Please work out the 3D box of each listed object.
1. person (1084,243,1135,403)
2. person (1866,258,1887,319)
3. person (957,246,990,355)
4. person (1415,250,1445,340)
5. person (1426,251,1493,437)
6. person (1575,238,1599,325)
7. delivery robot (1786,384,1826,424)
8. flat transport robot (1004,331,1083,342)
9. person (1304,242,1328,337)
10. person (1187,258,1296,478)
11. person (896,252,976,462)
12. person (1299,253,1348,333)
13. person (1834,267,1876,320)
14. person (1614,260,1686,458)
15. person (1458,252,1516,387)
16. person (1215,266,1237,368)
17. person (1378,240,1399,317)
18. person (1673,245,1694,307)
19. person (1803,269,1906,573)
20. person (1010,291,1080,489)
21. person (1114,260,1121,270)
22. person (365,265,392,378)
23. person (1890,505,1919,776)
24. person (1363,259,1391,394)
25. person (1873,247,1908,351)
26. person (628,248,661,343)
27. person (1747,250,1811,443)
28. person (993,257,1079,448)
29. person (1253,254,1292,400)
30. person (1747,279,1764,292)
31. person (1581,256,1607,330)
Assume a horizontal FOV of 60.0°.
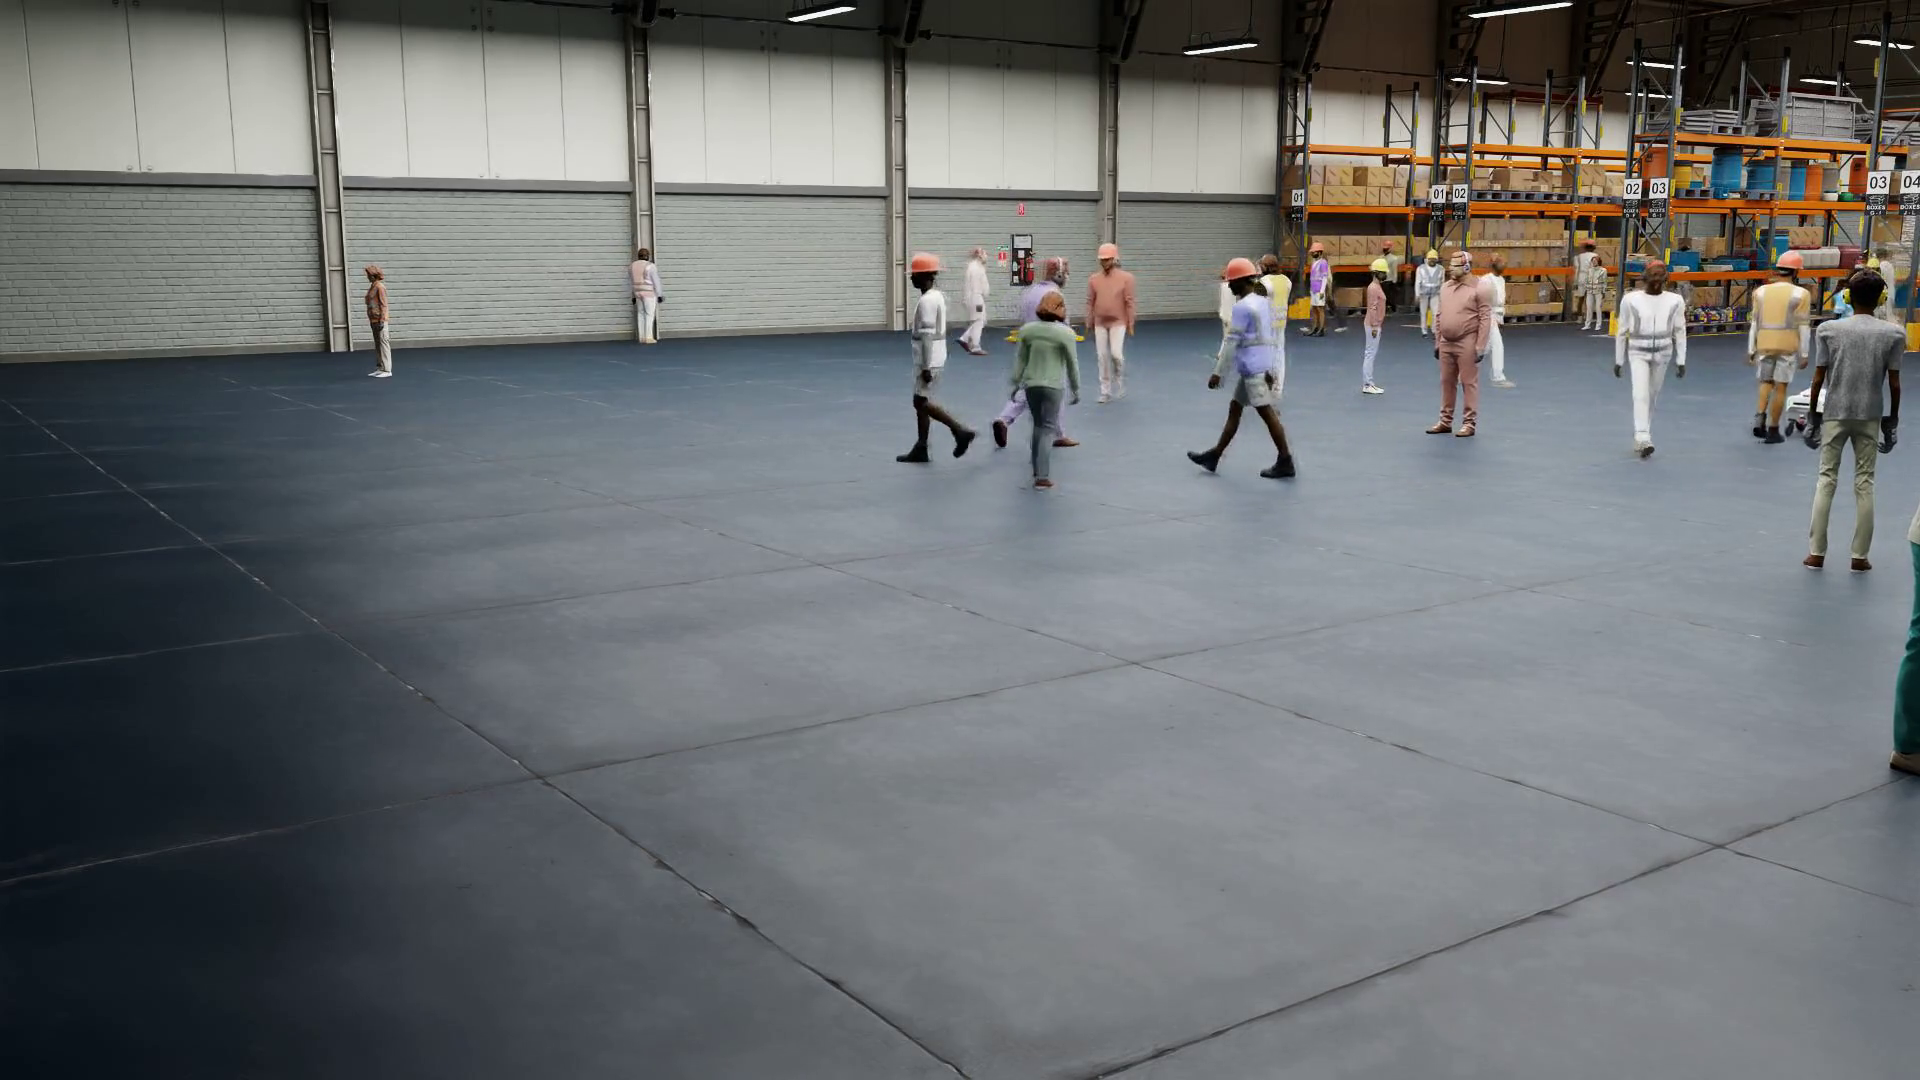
[{"bbox_3d":[1.840,-2.680,20.621,0.652,1.976,0.443,5,11,24],"label":"person"},{"bbox_3d":[15.288,-3.883,27.979,0.500,1.701,0.883,2,11,10],"label":"person"},{"bbox_3d":[0.276,-4.170,29.026,0.481,1.894,0.651,0,10,2],"label":"person"},{"bbox_3d":[9.437,-4.912,33.372,0.592,1.785,0.915,2,10,9],"label":"person"},{"bbox_3d":[5.160,-2.020,17.211,0.399,1.905,0.642,-7,12,-34],"label":"person"},{"bbox_3d":[14.793,-6.080,39.145,0.730,2.014,0.628,-8,13,-38],"label":"person"},{"bbox_3d":[8.899,-1.407,17.290,0.707,0.478,0.477,-9,14,-41],"label":"delivery robot"},{"bbox_3d":[1.637,-3.997,32.523,1.431,0.197,0.652,-6,12,-28],"label":"flat transport robot"},{"bbox_3d":[7.364,-5.160,34.326,0.379,1.938,0.547,-3,11,-14],"label":"person"},{"bbox_3d":[2.455,-1.471,14.302,1.024,1.869,0.569,5,12,27],"label":"person"},{"bbox_3d":[-0.232,-1.639,15.083,0.658,1.919,0.547,1,10,5],"label":"person"},{"bbox_3d":[7.852,-5.296,35.655,1.139,1.747,0.530,-1,10,-5],"label":"person"},{"bbox_3d":[11.931,-2.818,22.252,0.538,1.663,0.828,2,10,10],"label":"person"},{"bbox_3d":[6.513,-1.701,15.656,0.602,1.826,0.968,2,11,10],"label":"person"},{"bbox_3d":[7.289,-3.051,23.039,0.906,1.853,0.590,8,13,39],"label":"person"},{"bbox_3d":[4.221,-3.476,25.968,0.338,1.624,0.505,1,10,4],"label":"person"},{"bbox_3d":[10.798,-6.560,41.923,0.844,1.965,0.615,-5,12,-27],"label":"person"},{"bbox_3d":[17.656,-6.253,40.538,0.386,1.855,0.562,-9,13,-39],"label":"person"},{"bbox_3d":[5.487,-0.726,10.240,0.517,1.864,0.315,5,11,24],"label":"person"},{"bbox_3d":[0.726,-1.247,13.774,0.556,1.603,0.656,6,12,28],"label":"person"},{"bbox_3d":[3.164,-4.910,33.872,0.533,1.604,0.782,0,10,-1],"label":"person"},{"bbox_3d":[-8.534,-3.199,24.403,0.309,1.638,0.513,-7,13,-35],"label":"person"},{"bbox_3d":[3.806,0.028,6.361,0.311,1.768,0.533,7,12,34],"label":"person"},{"bbox_3d":[5.483,-2.811,21.925,0.311,1.768,0.524,3,11,18],"label":"person"},{"bbox_3d":[16.475,-4.280,29.720,1.091,1.882,0.655,9,14,40],"label":"person"},{"bbox_3d":[-6.112,-4.735,32.270,0.647,1.836,0.429,6,12,29],"label":"person"},{"bbox_3d":[8.186,-1.916,16.590,0.410,1.917,0.564,-9,13,-39],"label":"person"},{"bbox_3d":[0.751,-1.807,16.164,0.864,1.865,0.687,-4,11,-23],"label":"person"},{"bbox_3d":[3.863,-2.646,20.829,0.619,1.839,0.430,-9,13,-39],"label":"person"},{"bbox_3d":[22.931,-7.624,47.900,0.392,1.915,0.590,-8,13,-38],"label":"person"},{"bbox_3d":[14.014,-5.443,36.697,0.314,1.640,0.516,-8,13,-39],"label":"person"}]
